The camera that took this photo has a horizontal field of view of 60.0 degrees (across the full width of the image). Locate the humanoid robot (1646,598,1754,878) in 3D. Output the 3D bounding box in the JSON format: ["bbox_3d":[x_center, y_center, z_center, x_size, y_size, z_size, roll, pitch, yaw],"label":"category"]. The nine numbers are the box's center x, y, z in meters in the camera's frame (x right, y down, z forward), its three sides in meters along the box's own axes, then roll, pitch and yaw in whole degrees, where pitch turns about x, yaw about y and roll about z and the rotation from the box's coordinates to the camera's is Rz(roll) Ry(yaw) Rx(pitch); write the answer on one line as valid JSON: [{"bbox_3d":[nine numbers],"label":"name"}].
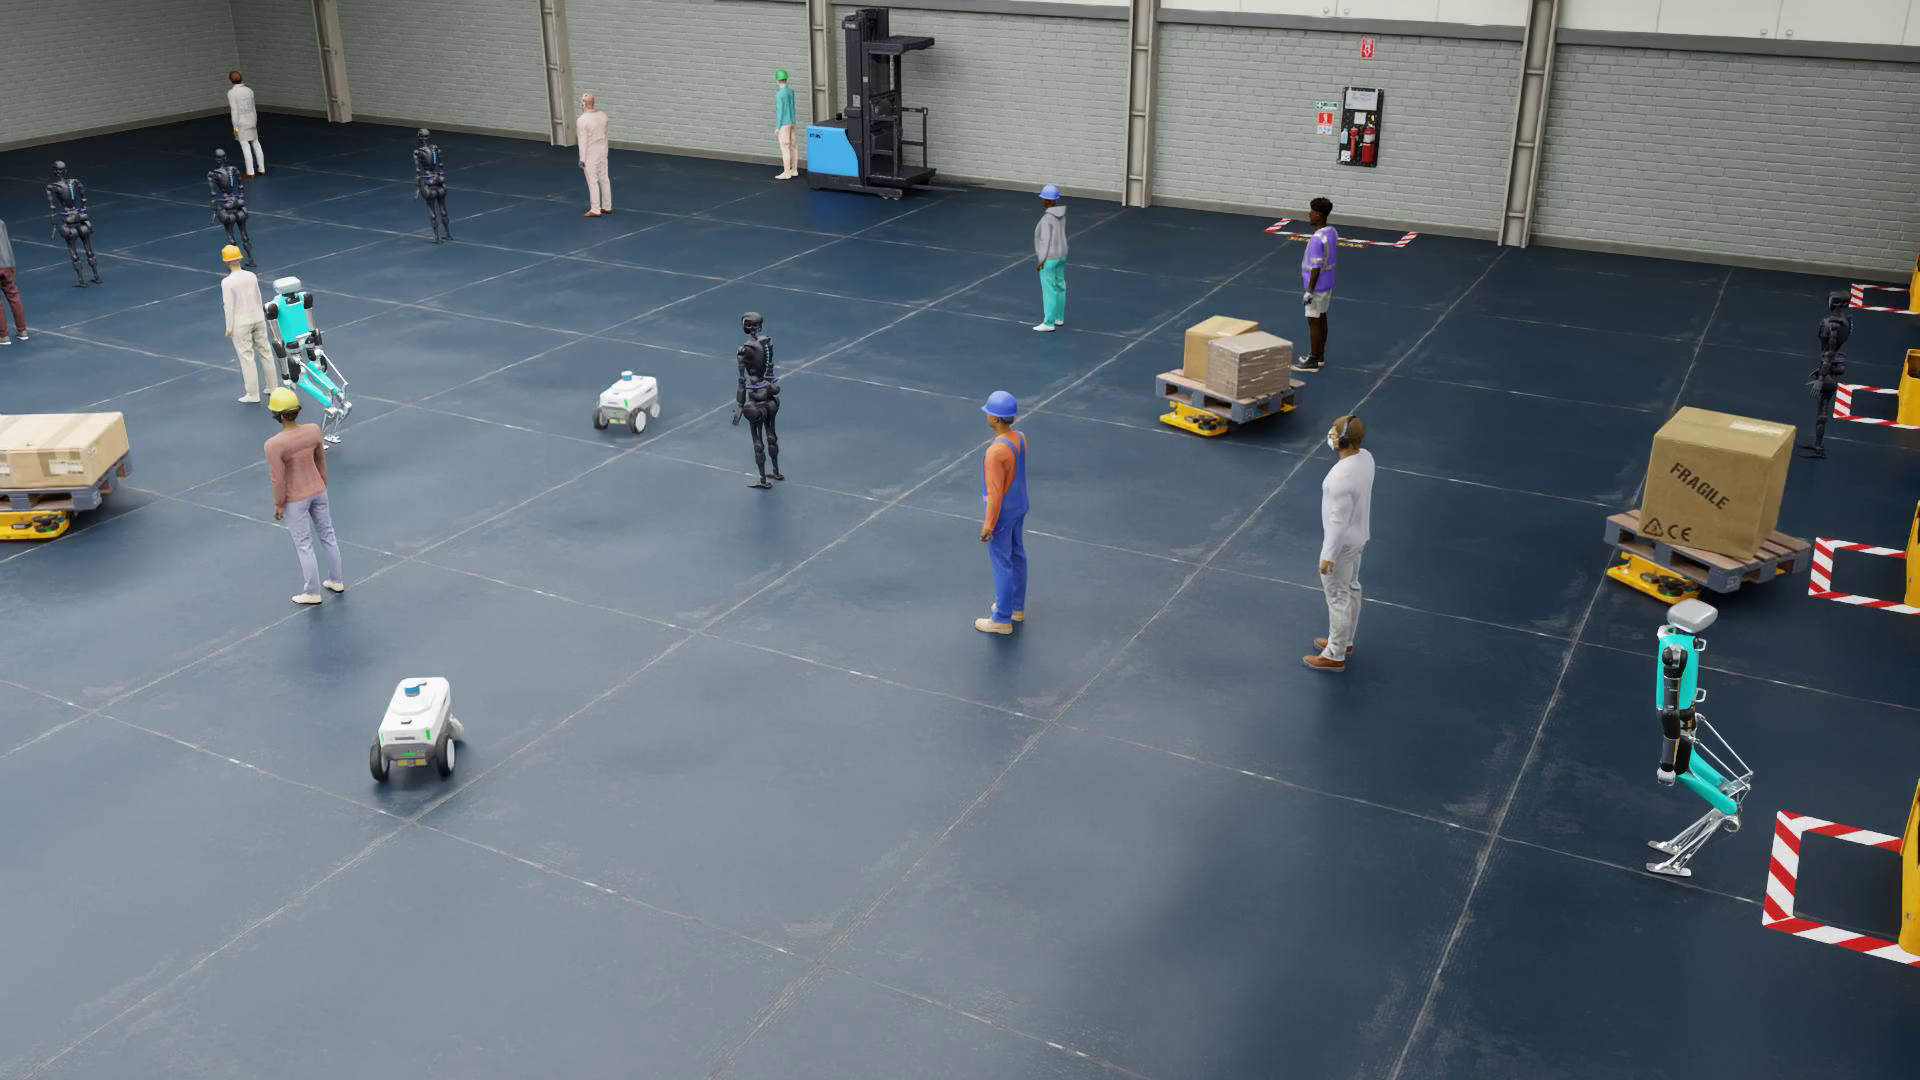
[{"bbox_3d":[4.244,1.165,9.426,0.735,1.674,0.533,12,26,25],"label":"humanoid robot"}]

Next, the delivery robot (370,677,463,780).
[{"bbox_3d":[-3.571,1.234,10.953,0.521,0.614,0.785,-2,23,-6],"label":"delivery robot"}]

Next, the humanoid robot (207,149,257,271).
[{"bbox_3d":[-10.100,-4.571,23.006,0.315,1.654,0.599,12,26,25],"label":"humanoid robot"}]

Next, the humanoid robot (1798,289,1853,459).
[{"bbox_3d":[8.402,-1.619,16.133,0.315,1.654,0.599,12,26,25],"label":"humanoid robot"}]

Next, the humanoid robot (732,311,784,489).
[{"bbox_3d":[-1.871,-1.305,15.398,0.315,1.657,0.599,12,26,25],"label":"humanoid robot"}]

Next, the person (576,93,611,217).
[{"bbox_3d":[-5.789,-6.051,26.176,0.405,1.910,0.639,13,26,27],"label":"person"}]

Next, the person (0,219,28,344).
[{"bbox_3d":[-11.463,-3.224,19.712,0.367,1.813,0.541,13,26,27],"label":"person"}]

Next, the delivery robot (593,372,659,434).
[{"bbox_3d":[-3.414,-1.435,17.126,0.499,0.582,0.764,7,24,16],"label":"delivery robot"}]

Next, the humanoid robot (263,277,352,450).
[{"bbox_3d":[-6.208,-1.676,16.038,0.735,1.674,0.533,12,26,25],"label":"humanoid robot"}]

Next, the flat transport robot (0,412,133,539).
[{"bbox_3d":[-8.210,-0.351,14.980,0.659,0.231,1.431,-2,23,-6],"label":"flat transport robot"}]

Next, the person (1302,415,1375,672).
[{"bbox_3d":[2.747,0.024,11.994,0.378,1.940,0.627,13,26,27],"label":"person"}]

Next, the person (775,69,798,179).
[{"bbox_3d":[-3.054,-7.246,29.003,0.364,1.871,0.518,13,26,27],"label":"person"}]

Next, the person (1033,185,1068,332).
[{"bbox_3d":[1.106,-3.420,20.217,0.356,1.778,0.533,13,26,27],"label":"person"}]

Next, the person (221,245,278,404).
[{"bbox_3d":[-7.595,-2.292,17.690,0.328,1.694,0.474,13,26,27],"label":"person"}]

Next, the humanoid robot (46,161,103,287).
[{"bbox_3d":[-11.847,-4.220,22.186,0.315,1.657,0.599,12,26,25],"label":"humanoid robot"}]

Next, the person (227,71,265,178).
[{"bbox_3d":[-12.522,-7.264,29.103,0.370,1.828,0.503,13,26,27],"label":"person"}]

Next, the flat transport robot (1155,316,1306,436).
[{"bbox_3d":[2.826,-1.383,17.383,1.431,0.231,0.659,-19,30,-37],"label":"flat transport robot"}]

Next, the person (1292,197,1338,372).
[{"bbox_3d":[4.011,-2.871,18.699,0.373,1.966,0.603,13,26,27],"label":"person"}]

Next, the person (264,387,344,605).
[{"bbox_3d":[-5.178,-0.344,13.066,0.323,1.769,0.523,13,26,27],"label":"person"}]

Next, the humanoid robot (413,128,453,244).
[{"bbox_3d":[-7.794,-5.224,24.522,0.315,1.657,0.599,12,26,25],"label":"humanoid robot"}]

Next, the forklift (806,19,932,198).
[{"bbox_3d":[-1.573,-7.292,27.850,1.873,2.768,1.129,12,26,25],"label":"forklift"}]

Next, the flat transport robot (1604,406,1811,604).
[{"bbox_3d":[6.107,0.209,13.677,1.431,0.231,0.659,-12,26,-26],"label":"flat transport robot"}]

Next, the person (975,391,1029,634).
[{"bbox_3d":[0.323,-0.207,12.568,0.367,1.910,0.522,13,26,27],"label":"person"}]
